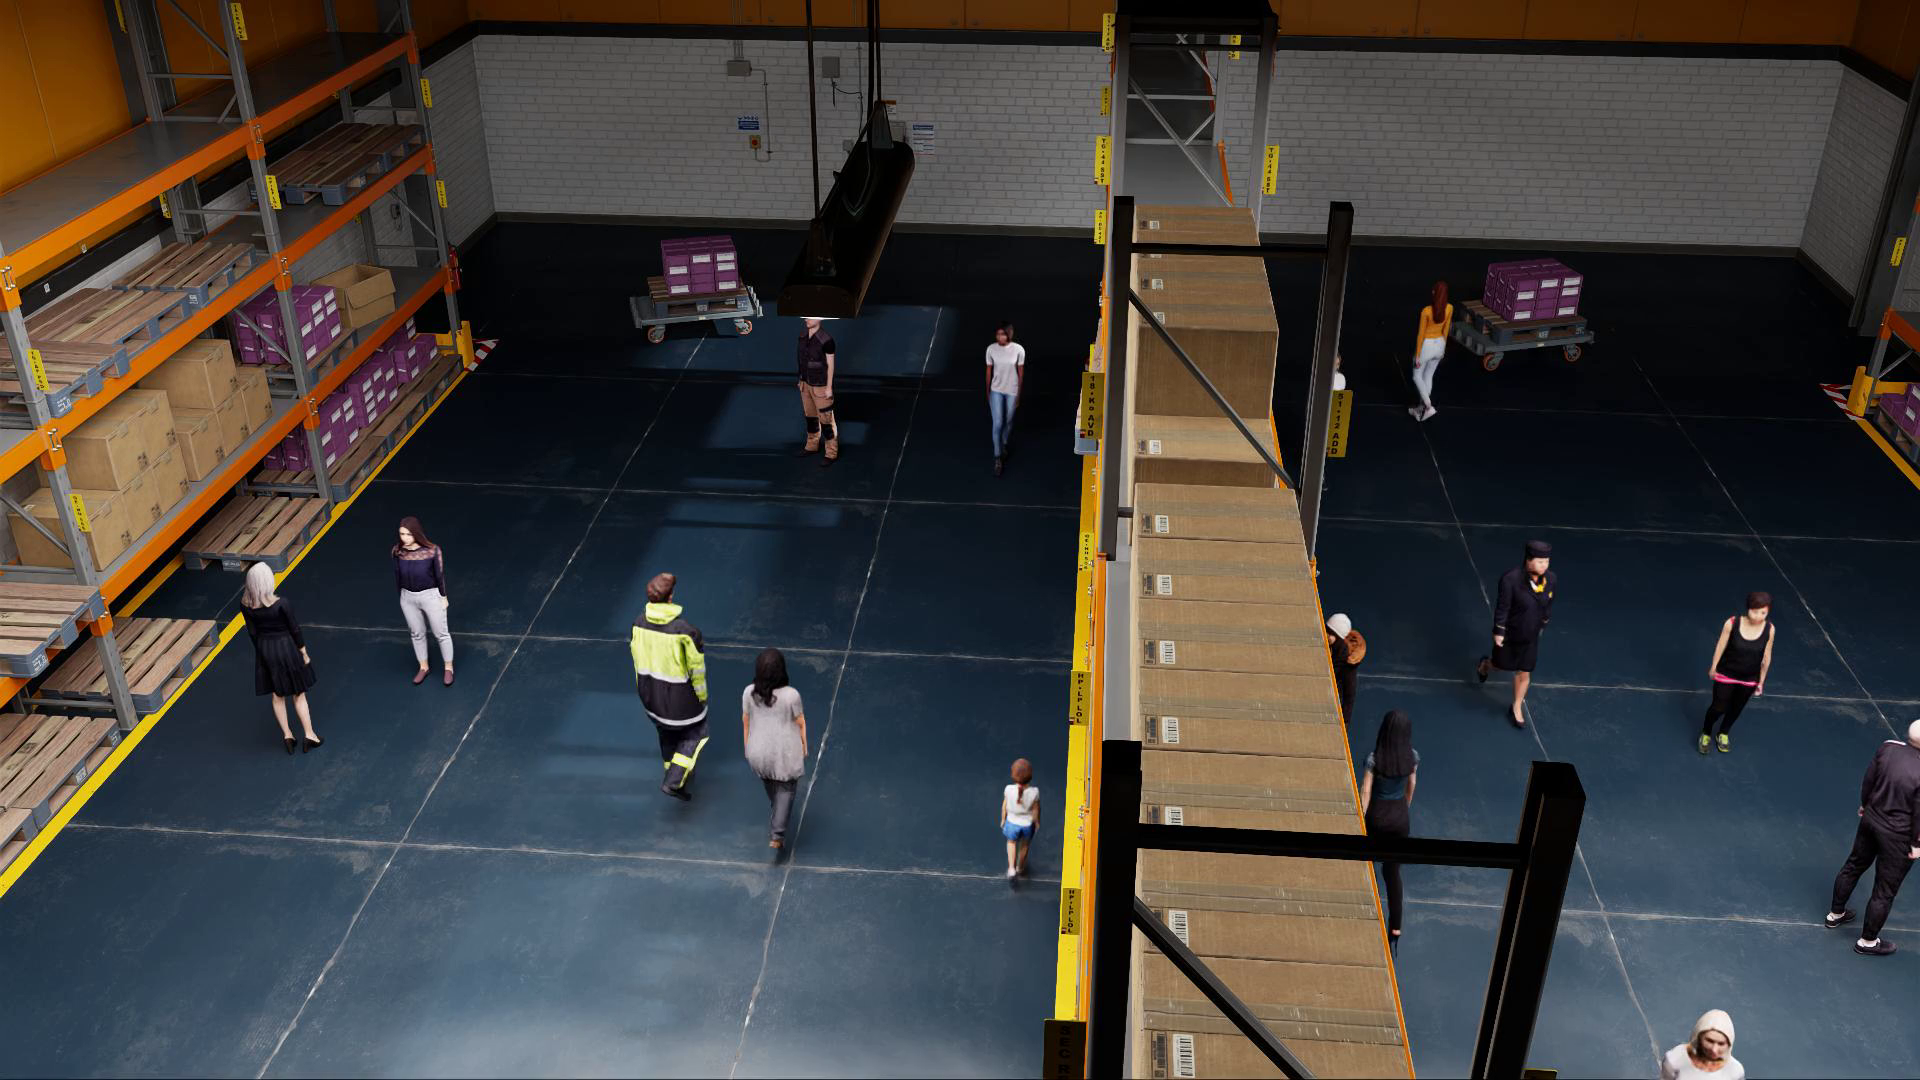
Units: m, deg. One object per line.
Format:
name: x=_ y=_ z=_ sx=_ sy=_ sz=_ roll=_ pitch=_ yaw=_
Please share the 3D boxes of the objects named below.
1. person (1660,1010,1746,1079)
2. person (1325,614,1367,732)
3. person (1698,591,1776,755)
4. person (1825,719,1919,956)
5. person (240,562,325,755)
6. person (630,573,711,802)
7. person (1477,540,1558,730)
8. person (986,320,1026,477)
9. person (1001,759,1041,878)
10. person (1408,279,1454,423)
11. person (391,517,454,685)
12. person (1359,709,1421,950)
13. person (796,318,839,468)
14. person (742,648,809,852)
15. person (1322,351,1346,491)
person: x=3.999 y=3.221 z=9.214 sx=0.633 sy=1.737 sz=0.897 roll=6 pitch=29 yaw=10
person: x=2.857 y=1.283 z=12.875 sx=0.804 sy=1.634 sz=0.725 roll=-17 pitch=33 yaw=-28
person: x=6.286 y=1.023 z=13.454 sx=0.560 sy=1.535 sz=0.597 roll=5 pitch=29 yaw=9
person: x=6.340 y=1.990 z=11.368 sx=0.810 sy=1.835 sz=0.648 roll=-8 pitch=30 yaw=-14
person: x=-5.460 y=0.947 z=13.373 sx=0.606 sy=1.747 sz=0.576 roll=0 pitch=29 yaw=1
person: x=-2.234 y=1.182 z=12.709 sx=0.903 sy=1.971 sz=0.971 roll=11 pitch=30 yaw=19
person: x=4.623 y=0.728 z=13.875 sx=0.815 sy=1.650 sz=1.037 roll=-4 pitch=29 yaw=-8
person: x=0.497 y=-1.619 z=18.135 sx=0.610 sy=1.690 sz=0.955 roll=1 pitch=29 yaw=1
person: x=0.429 y=2.059 z=12.098 sx=0.438 sy=1.014 sz=0.543 roll=4 pitch=29 yaw=6
person: x=5.413 y=-2.117 z=18.999 sx=0.747 sy=1.739 sz=0.923 roll=-7 pitch=29 yaw=-13
person: x=-4.624 y=0.520 z=14.303 sx=0.586 sy=1.606 sz=0.501 roll=2 pitch=29 yaw=4
person: x=2.958 y=2.025 z=11.466 sx=0.745 sy=1.679 sz=1.165 roll=-6 pitch=29 yaw=-10
person: x=-1.550 y=-1.724 z=18.170 sx=0.775 sy=1.842 sz=0.805 roll=24 pitch=37 yaw=36
person: x=-1.398 y=1.579 z=12.386 sx=0.686 sy=1.583 sz=1.033 roll=6 pitch=29 yaw=10
person: x=3.885 y=-1.338 z=17.784 sx=0.639 sy=1.534 sz=0.980 roll=-4 pitch=29 yaw=-7
